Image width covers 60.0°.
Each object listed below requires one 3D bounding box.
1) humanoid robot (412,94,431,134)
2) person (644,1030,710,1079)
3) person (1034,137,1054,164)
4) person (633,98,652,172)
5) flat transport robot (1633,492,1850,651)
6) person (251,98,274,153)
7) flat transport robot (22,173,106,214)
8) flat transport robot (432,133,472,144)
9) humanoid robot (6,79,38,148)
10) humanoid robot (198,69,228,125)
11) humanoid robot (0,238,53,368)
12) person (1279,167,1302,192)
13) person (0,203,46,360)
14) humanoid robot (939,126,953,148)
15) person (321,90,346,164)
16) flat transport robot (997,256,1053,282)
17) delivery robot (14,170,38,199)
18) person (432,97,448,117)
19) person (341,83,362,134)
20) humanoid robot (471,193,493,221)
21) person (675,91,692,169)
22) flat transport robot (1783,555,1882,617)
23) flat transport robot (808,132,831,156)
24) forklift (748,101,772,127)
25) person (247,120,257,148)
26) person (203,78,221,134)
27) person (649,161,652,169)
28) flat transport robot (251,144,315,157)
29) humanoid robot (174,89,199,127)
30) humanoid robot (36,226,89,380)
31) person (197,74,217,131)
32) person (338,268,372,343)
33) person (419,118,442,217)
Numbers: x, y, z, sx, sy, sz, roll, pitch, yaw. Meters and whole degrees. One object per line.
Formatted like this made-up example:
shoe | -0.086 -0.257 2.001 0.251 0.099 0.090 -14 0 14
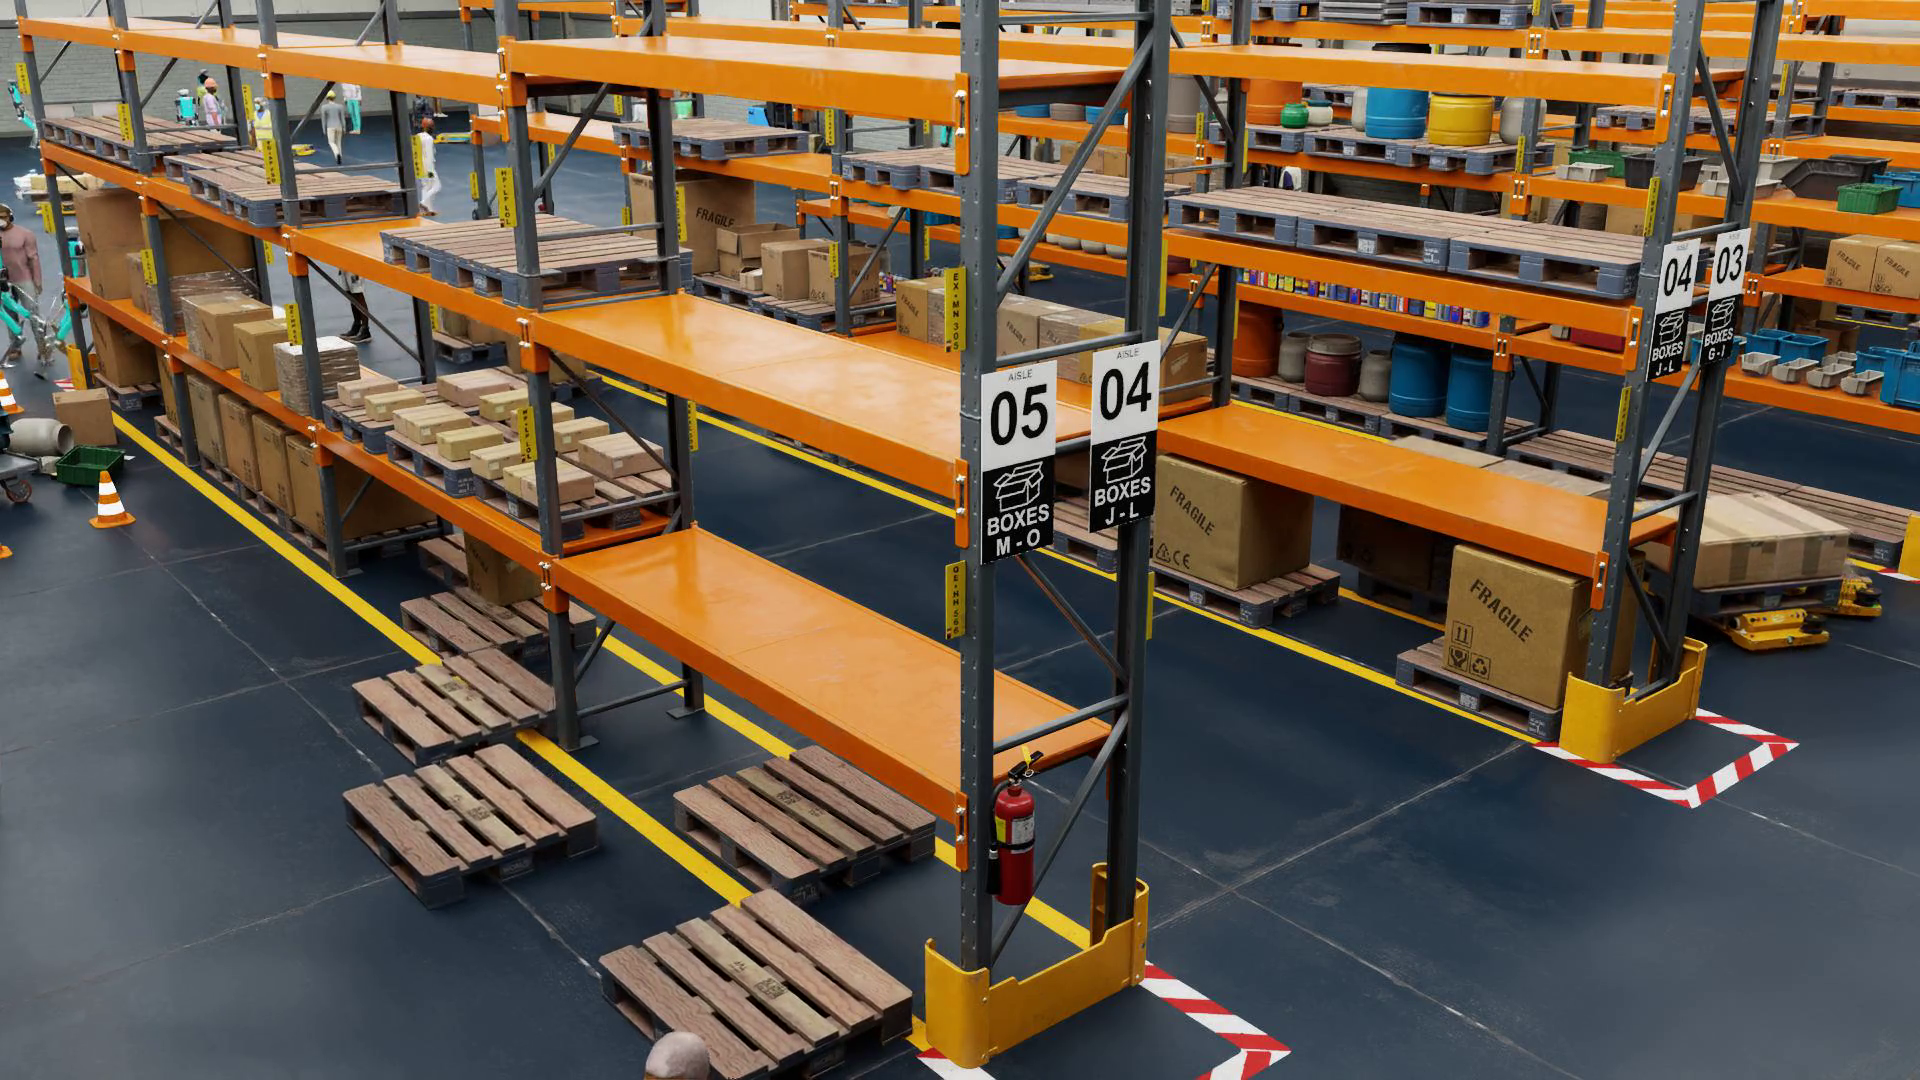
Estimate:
humanoid robot | -13.440 -10.470 41.685 0.601 1.637 0.766 8 21 22
person | -0.792 2.283 5.045 0.547 1.854 0.402 8 21 22
person | 1.628 -6.910 31.420 0.651 1.726 0.556 11 22 28
person | -7.251 -9.439 38.369 0.615 1.880 0.533 -2 19 -6
flat transport robot | 5.803 0.468 12.603 0.659 0.231 1.431 -5 20 -13
person | -15.119 -8.633 36.094 0.567 1.865 0.646 2 19 5
flat transport robot | -17.517 -6.563 32.614 0.659 0.231 1.431 -2 19 -6
flat transport robot | -13.399 -10.793 44.652 1.431 0.231 0.659 -2 19 -6
humanoid robot | -24.232 -11.070 43.245 0.785 1.792 0.530 -7 21 -20
humanoid robot | -21.352 -12.641 47.733 0.538 1.736 1.028 15 24 37
humanoid robot | -11.371 -2.924 20.062 0.851 1.776 0.541 0 19 0
person | 5.378 -5.482 27.171 0.391 1.838 0.563 8 21 23
person | -11.624 -3.174 20.476 0.622 1.931 0.374 -4 20 -11
humanoid robot | -0.476 -7.866 34.114 1.015 1.725 0.539 -1 19 -2
person | -14.973 -9.882 39.829 0.529 1.741 0.703 -13 23 -32
flat transport robot | 0.751 -4.230 25.974 0.659 0.231 1.431 -14 24 -34
delivery robot | -19.134 -7.348 34.445 0.815 0.614 0.499 -15 24 -36
person | -16.264 -14.097 51.631 0.513 1.876 0.385 18 26 41
person | -17.062 -12.314 46.584 0.515 1.876 0.763 2 19 7
humanoid robot | -6.790 -4.291 24.047 0.619 1.629 0.609 -7 20 -19
person | -6.387 -9.650 38.891 0.512 1.931 0.951 4 20 11
flat transport robot | 6.730 0.257 13.205 0.659 0.231 1.431 3 20 9
flat transport robot | -3.622 -8.458 38.008 1.431 0.231 0.659 4 20 12
forklift | -4.526 -11.368 42.374 1.129 2.768 1.873 -15 24 -37
person | -17.964 -10.598 41.745 0.472 1.833 0.828 -2 19 -4
person | -17.615 -9.872 39.360 0.374 2.044 0.604 -11 22 -28
person | -6.025 -7.556 33.217 0.347 1.743 0.472 7 21 20
flat transport robot | -17.023 -9.782 41.775 1.431 0.231 0.659 -3 20 -8
humanoid robot | -18.504 -9.853 39.669 0.673 1.752 0.545 13 23 33
humanoid robot | -10.634 -2.715 19.584 0.554 1.864 0.848 18 26 42
person | -20.973 -12.093 46.251 0.856 1.653 0.549 10 22 27
person | -7.873 -3.537 21.444 0.364 1.965 0.605 -14 24 -35
person | -10.168 -7.093 31.725 0.464 1.865 0.583 -15 24 -36
